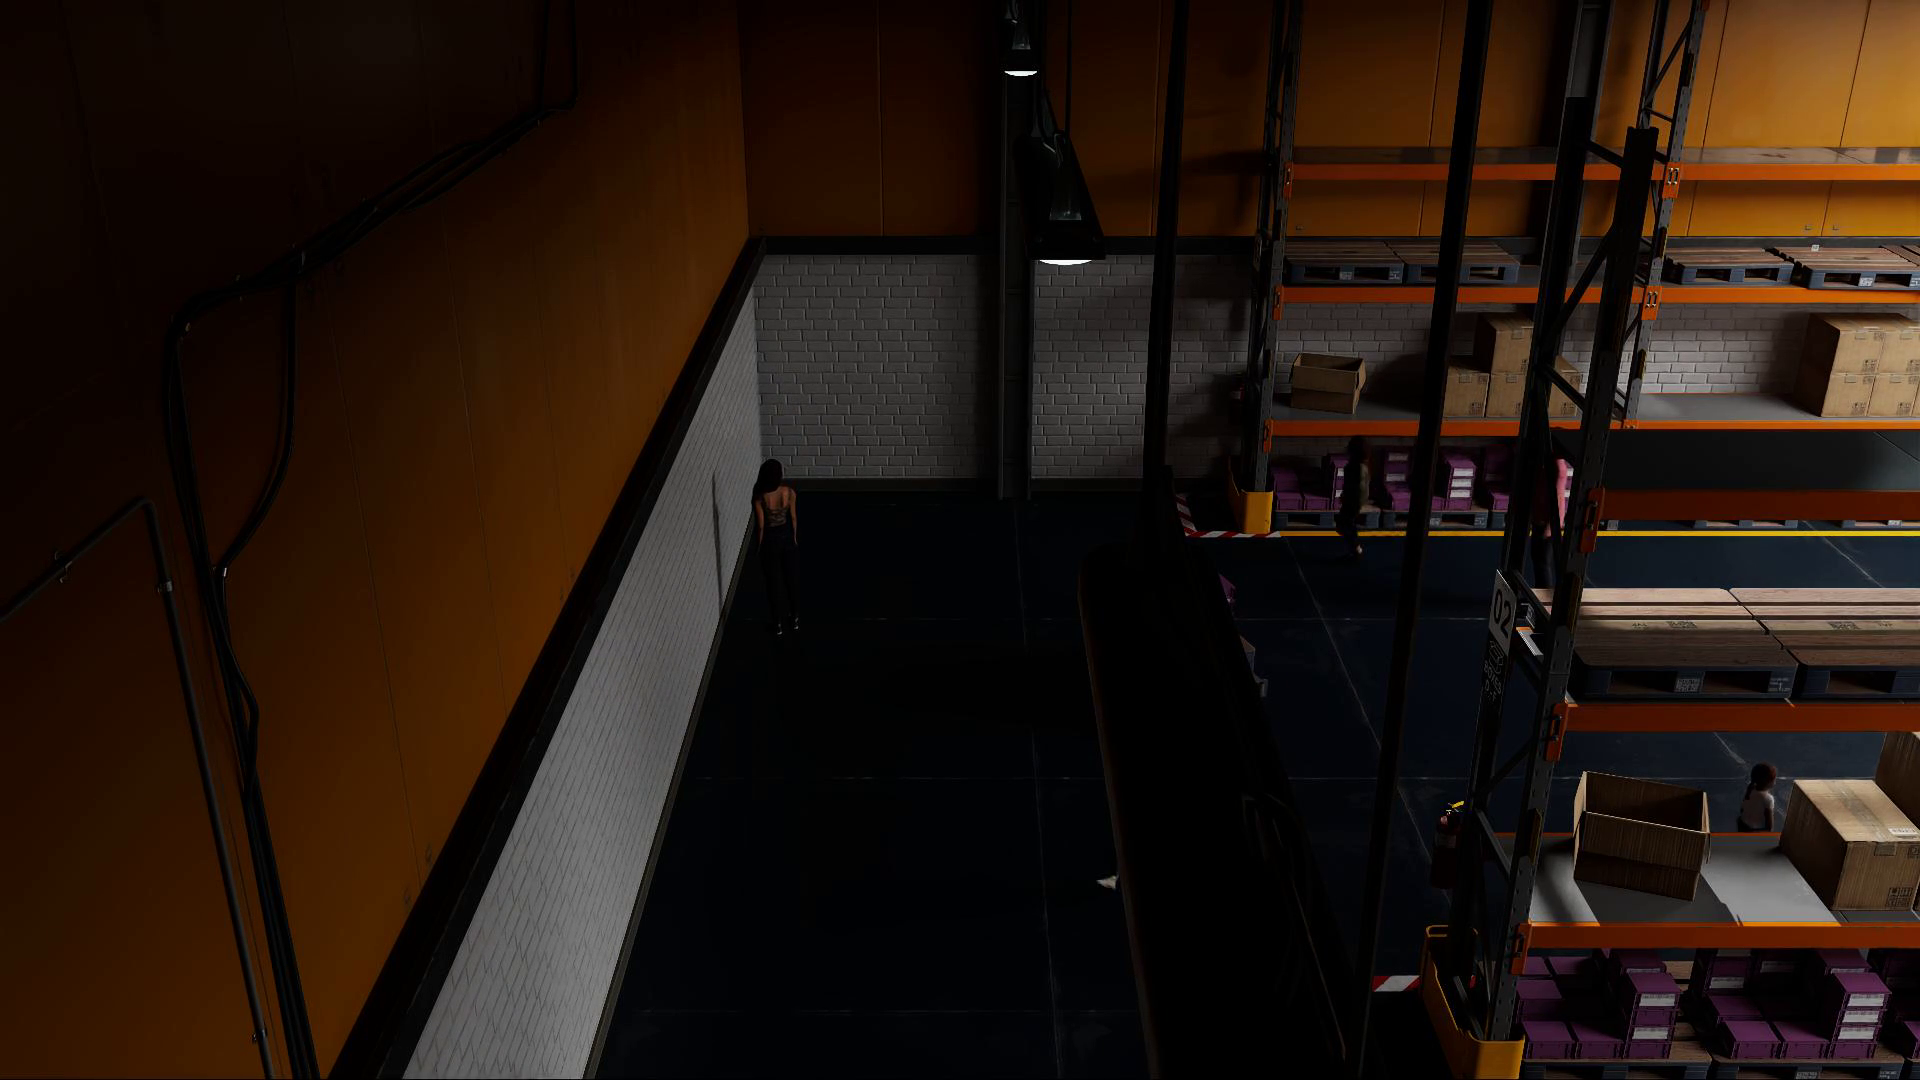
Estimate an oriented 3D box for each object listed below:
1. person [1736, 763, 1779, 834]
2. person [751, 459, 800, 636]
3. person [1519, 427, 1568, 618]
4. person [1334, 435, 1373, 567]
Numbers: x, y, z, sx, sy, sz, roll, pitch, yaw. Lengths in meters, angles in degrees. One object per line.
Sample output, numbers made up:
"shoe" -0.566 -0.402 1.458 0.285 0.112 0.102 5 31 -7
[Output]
"person" 5.867 2.106 12.391 0.501 1.013 0.473 -6 24 -12
"person" -1.775 0.053 16.144 0.646 1.769 0.755 -13 27 -27
"person" 5.827 -0.188 16.462 0.572 1.957 0.642 2 24 5
"person" 4.222 -0.411 17.581 0.596 1.468 0.611 2 24 5
